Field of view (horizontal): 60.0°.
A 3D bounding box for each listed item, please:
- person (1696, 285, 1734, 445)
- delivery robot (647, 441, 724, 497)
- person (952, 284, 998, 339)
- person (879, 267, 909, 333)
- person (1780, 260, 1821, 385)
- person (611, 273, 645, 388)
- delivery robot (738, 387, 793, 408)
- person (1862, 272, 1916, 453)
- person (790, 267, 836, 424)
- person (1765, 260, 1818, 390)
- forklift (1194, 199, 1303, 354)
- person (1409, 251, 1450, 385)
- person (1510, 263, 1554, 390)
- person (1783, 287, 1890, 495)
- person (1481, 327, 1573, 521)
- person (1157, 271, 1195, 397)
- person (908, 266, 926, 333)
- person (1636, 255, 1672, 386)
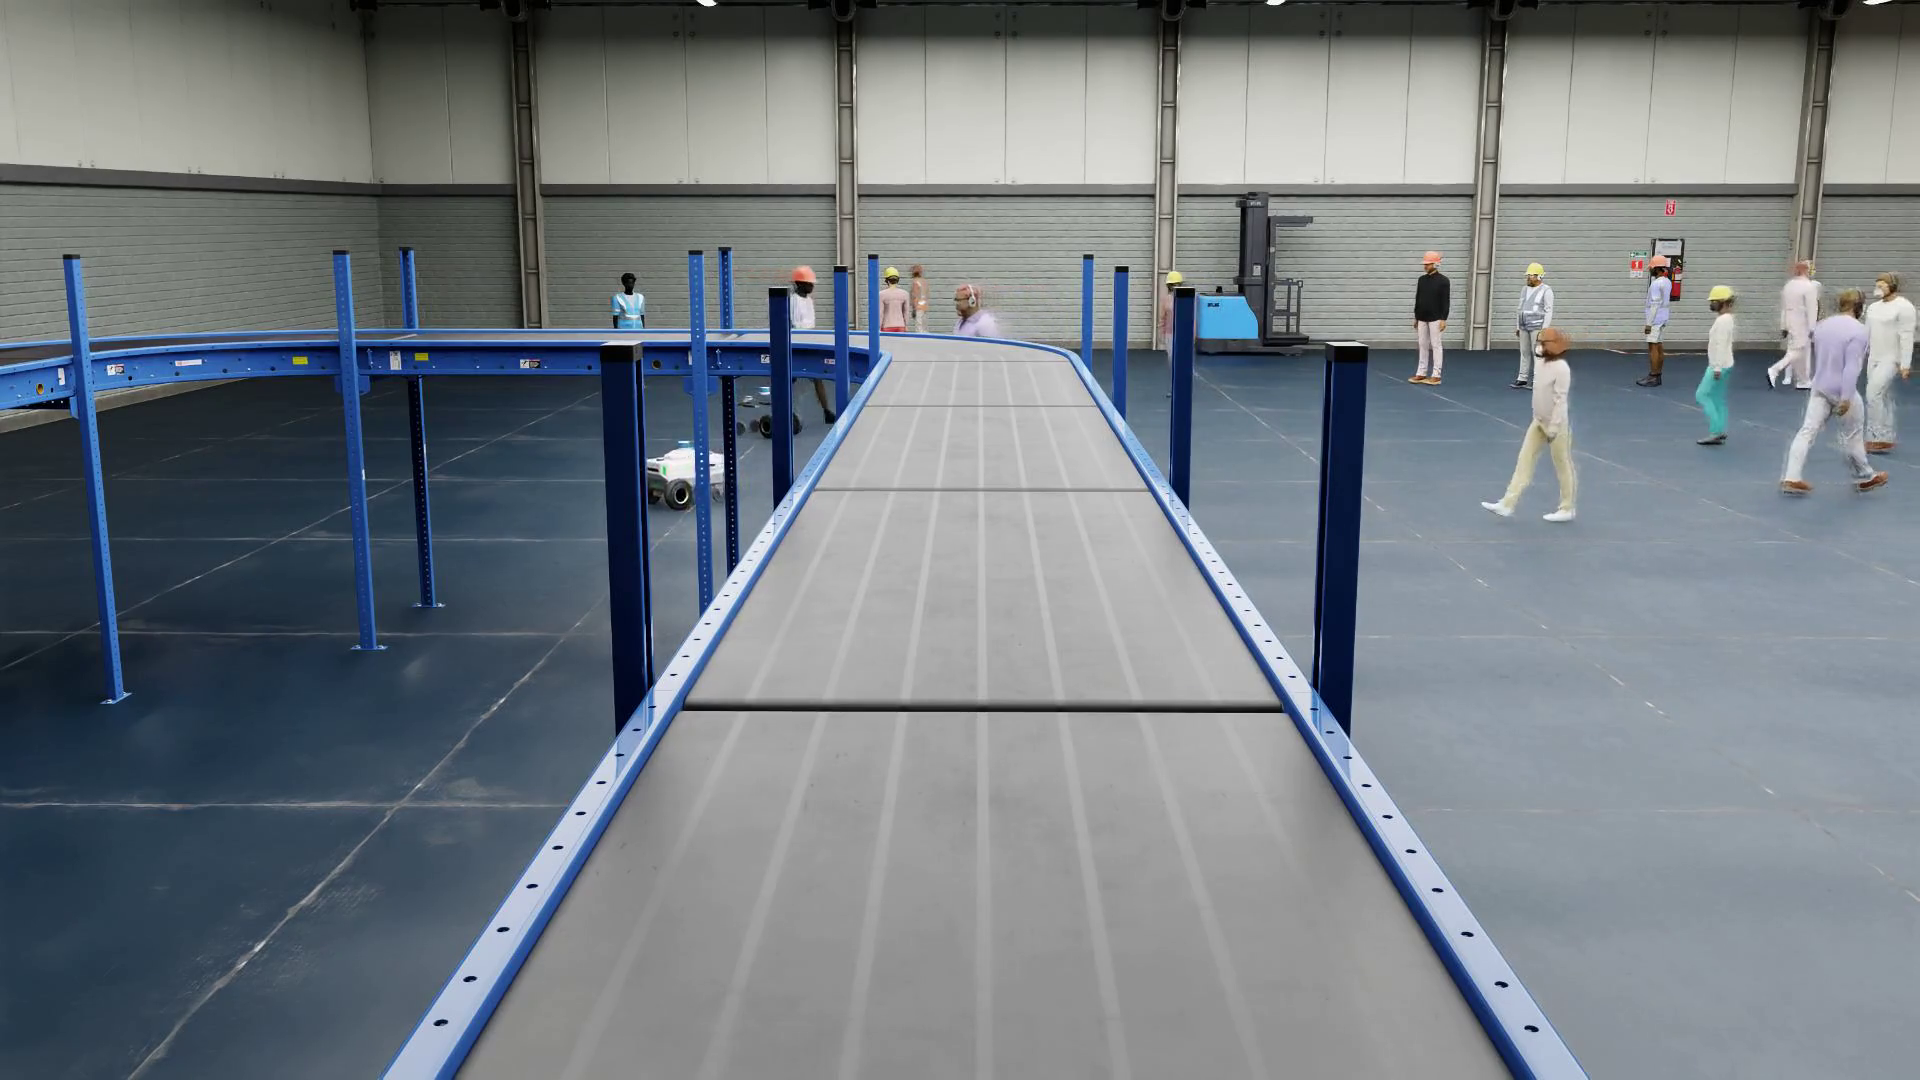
[{"bbox_3d":[8.277,-1.910,18.252,0.386,1.752,0.555,6,12,26],"label":"person"},{"bbox_3d":[-2.426,-0.628,14.652,0.477,0.478,0.707,10,15,42],"label":"delivery robot"},{"bbox_3d":[-0.002,-1.407,15.358,0.832,1.874,0.683,-5,12,-22],"label":"person"},{"bbox_3d":[-0.996,-3.112,24.425,0.533,1.768,0.310,-6,12,-28],"label":"person"},{"bbox_3d":[12.582,-3.256,24.918,0.521,1.865,0.336,6,13,30],"label":"person"},{"bbox_3d":[-4.806,-3.035,24.199,0.539,1.698,0.318,-9,14,-37],"label":"person"},{"bbox_3d":[-2.253,-1.656,19.262,0.698,0.223,0.335,8,14,35],"label":"delivery robot"},{"bbox_3d":[9.698,-1.872,17.659,0.714,1.917,0.666,-1,11,-5],"label":"person"},{"bbox_3d":[-1.804,-2.312,19.982,0.945,1.894,0.555,6,13,28],"label":"person"},{"bbox_3d":[12.145,-3.115,24.140,0.795,1.885,0.650,0,11,-1],"label":"person"},{"bbox_3d":[5.313,-4.851,30.603,1.873,2.768,1.129,0,11,1],"label":"forklift"},{"bbox_3d":[7.063,-3.341,25.017,0.398,1.989,0.621,-7,13,-31],"label":"person"},{"bbox_3d":[8.357,-3.124,24.313,0.404,1.832,0.600,-6,12,-27],"label":"person"},{"bbox_3d":[7.942,-1.335,15.019,1.099,1.869,0.643,-3,11,-14],"label":"person"},{"bbox_3d":[4.736,-0.941,13.677,0.801,1.592,0.523,-3,11,-13],"label":"person"},{"bbox_3d":[3.005,-2.865,23.183,0.560,1.748,0.410,9,14,40],"label":"person"},{"bbox_3d":[-0.753,-4.209,30.451,0.402,1.614,0.550,1,11,7],"label":"person"},{"bbox_3d":[10.376,-3.278,24.831,0.350,1.941,0.545,9,14,39],"label":"person"}]
